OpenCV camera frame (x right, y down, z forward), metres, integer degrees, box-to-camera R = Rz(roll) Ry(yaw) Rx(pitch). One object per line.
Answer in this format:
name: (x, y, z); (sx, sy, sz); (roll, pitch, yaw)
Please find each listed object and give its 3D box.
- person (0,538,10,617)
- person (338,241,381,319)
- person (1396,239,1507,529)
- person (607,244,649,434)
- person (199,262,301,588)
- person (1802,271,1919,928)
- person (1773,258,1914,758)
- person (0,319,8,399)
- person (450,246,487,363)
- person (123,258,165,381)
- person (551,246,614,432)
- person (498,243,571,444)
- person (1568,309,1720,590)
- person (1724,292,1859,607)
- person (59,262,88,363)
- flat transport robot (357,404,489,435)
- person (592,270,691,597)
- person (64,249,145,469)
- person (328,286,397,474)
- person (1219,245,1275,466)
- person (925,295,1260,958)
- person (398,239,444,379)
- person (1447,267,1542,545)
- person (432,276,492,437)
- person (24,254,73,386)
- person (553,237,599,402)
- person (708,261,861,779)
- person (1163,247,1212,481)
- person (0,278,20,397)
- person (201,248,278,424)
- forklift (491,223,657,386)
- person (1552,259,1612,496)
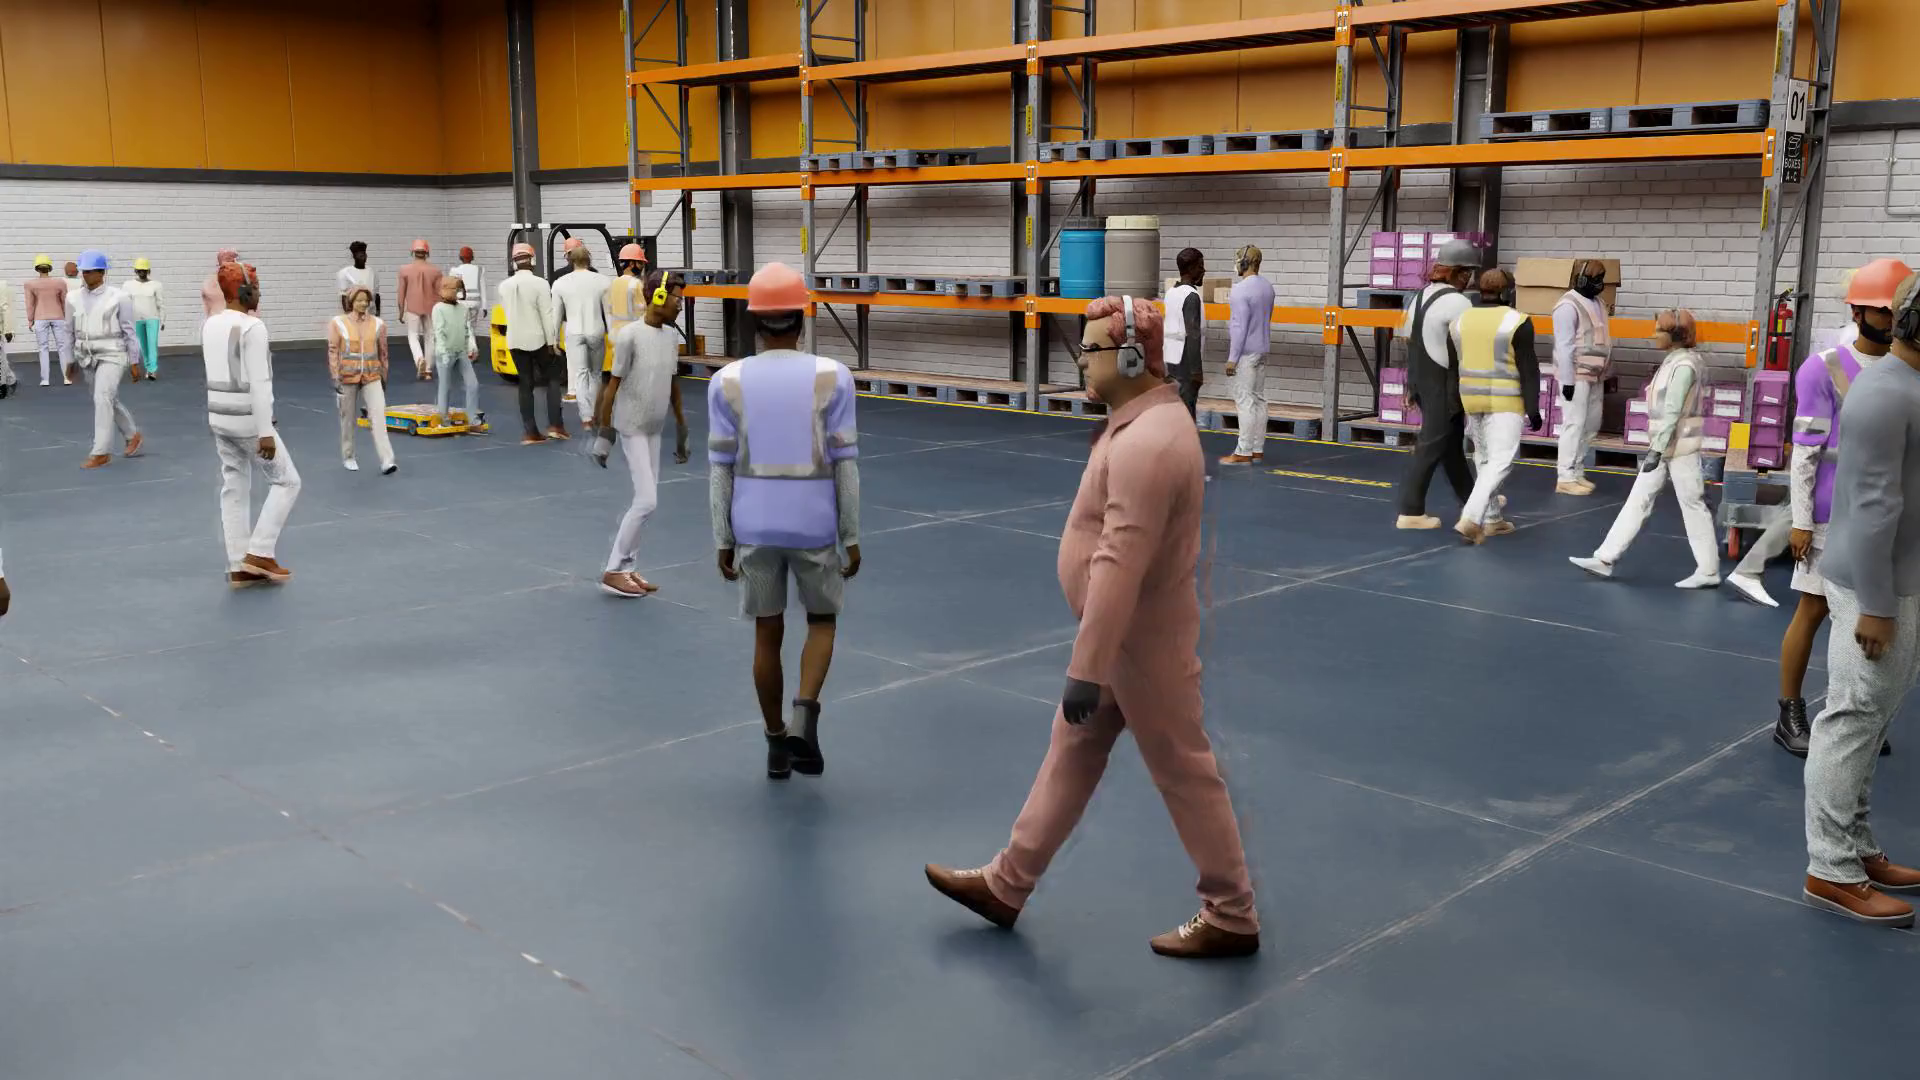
person: (-3.302, 0.086, 5.128); (0.605, 2.020, 0.529); (-3, 11, -16)
person: (-8.218, -3.114, 22.779); (0.511, 1.952, 0.614); (9, 14, 41)
person: (3.452, -1.092, 11.496); (0.925, 2.000, 0.691); (-1, 10, -8)
person: (-3.333, -2.033, 16.919); (0.547, 1.934, 0.376); (8, 13, 39)
person: (-4.076, -0.654, 9.572); (0.615, 1.868, 0.453); (7, 13, 34)
person: (2.780, 0.158, 4.977); (0.373, 1.936, 0.627); (9, 13, 39)
person: (3.474, -0.109, 6.423); (0.551, 1.935, 0.375); (-2, 11, -12)
person: (-7.918, -1.274, 13.180); (0.642, 1.786, 0.976); (-5, 12, -26)
person: (-7.846, -3.763, 26.589); (0.582, 1.853, 0.899); (-7, 12, -33)
person: (-11.459, -3.102, 23.386); (0.523, 1.711, 0.951); (-3, 11, -15)
person: (-3.943, -2.111, 17.419); (0.660, 1.901, 0.962); (-3, 11, -17)
person: (-4.189, -1.910, 16.244); (0.654, 1.939, 0.580); (4, 11, 19)
person: (3.994, -0.510, 9.515); (0.844, 1.594, 0.528); (2, 11, 11)
person: (4.696, -0.532, 8.963); (0.975, 1.864, 0.648); (3, 11, 16)
person: (-14.110, -3.617, 26.468); (0.519, 1.600, 0.822); (-7, 12, -33)
flat transport robot: (-5.581, -1.260, 17.246); (1.431, 0.197, 0.652); (9, 13, 39)
person: (-1.780, -0.595, 9.354); (0.516, 1.831, 0.540); (4, 11, 22)
person: (-7.596, -1.622, 14.782); (0.616, 1.914, 0.986); (2, 11, 9)
person: (-5.088, -1.352, 14.136); (0.521, 1.593, 0.842); (-7, 12, -33)
person: (2.535, -1.622, 14.669); (0.369, 1.939, 0.631); (7, 13, 35)
person: (0.395, 0.262, 4.611); (0.996, 1.850, 0.677); (1, 10, 4)
person: (-7.510, -3.211, 23.226); (0.618, 1.975, 0.800); (-5, 12, -26)
person: (3.509, -0.882, 10.969); (0.782, 1.819, 0.642); (-7, 13, -34)
person: (-5.006, -1.816, 16.620); (0.617, 1.616, 0.518); (6, 12, 29)
person: (-12.247, -2.947, 22.357); (0.525, 1.772, 0.308); (-7, 12, -33)
person: (-4.658, -2.673, 20.241); (0.608, 1.996, 0.382); (-7, 13, -35)
person: (-0.642, -0.043, 6.088); (0.564, 1.925, 0.525); (0, 10, 1)
person: (1.849, -1.445, 13.754); (0.391, 1.920, 0.587); (-2, 11, -12)
person: (-11.882, -2.599, 20.319); (0.603, 1.817, 0.432); (2, 11, 11)
person: (-7.678, -2.147, 17.723); (0.726, 1.885, 0.404); (3, 11, 18)
forklift: (-5.316, -3.263, 22.920); (2.313, 2.155, 1.214); (-10, 14, -44)
person: (4.866, -1.273, 13.043); (0.429, 1.835, 0.650); (10, 14, 44)
